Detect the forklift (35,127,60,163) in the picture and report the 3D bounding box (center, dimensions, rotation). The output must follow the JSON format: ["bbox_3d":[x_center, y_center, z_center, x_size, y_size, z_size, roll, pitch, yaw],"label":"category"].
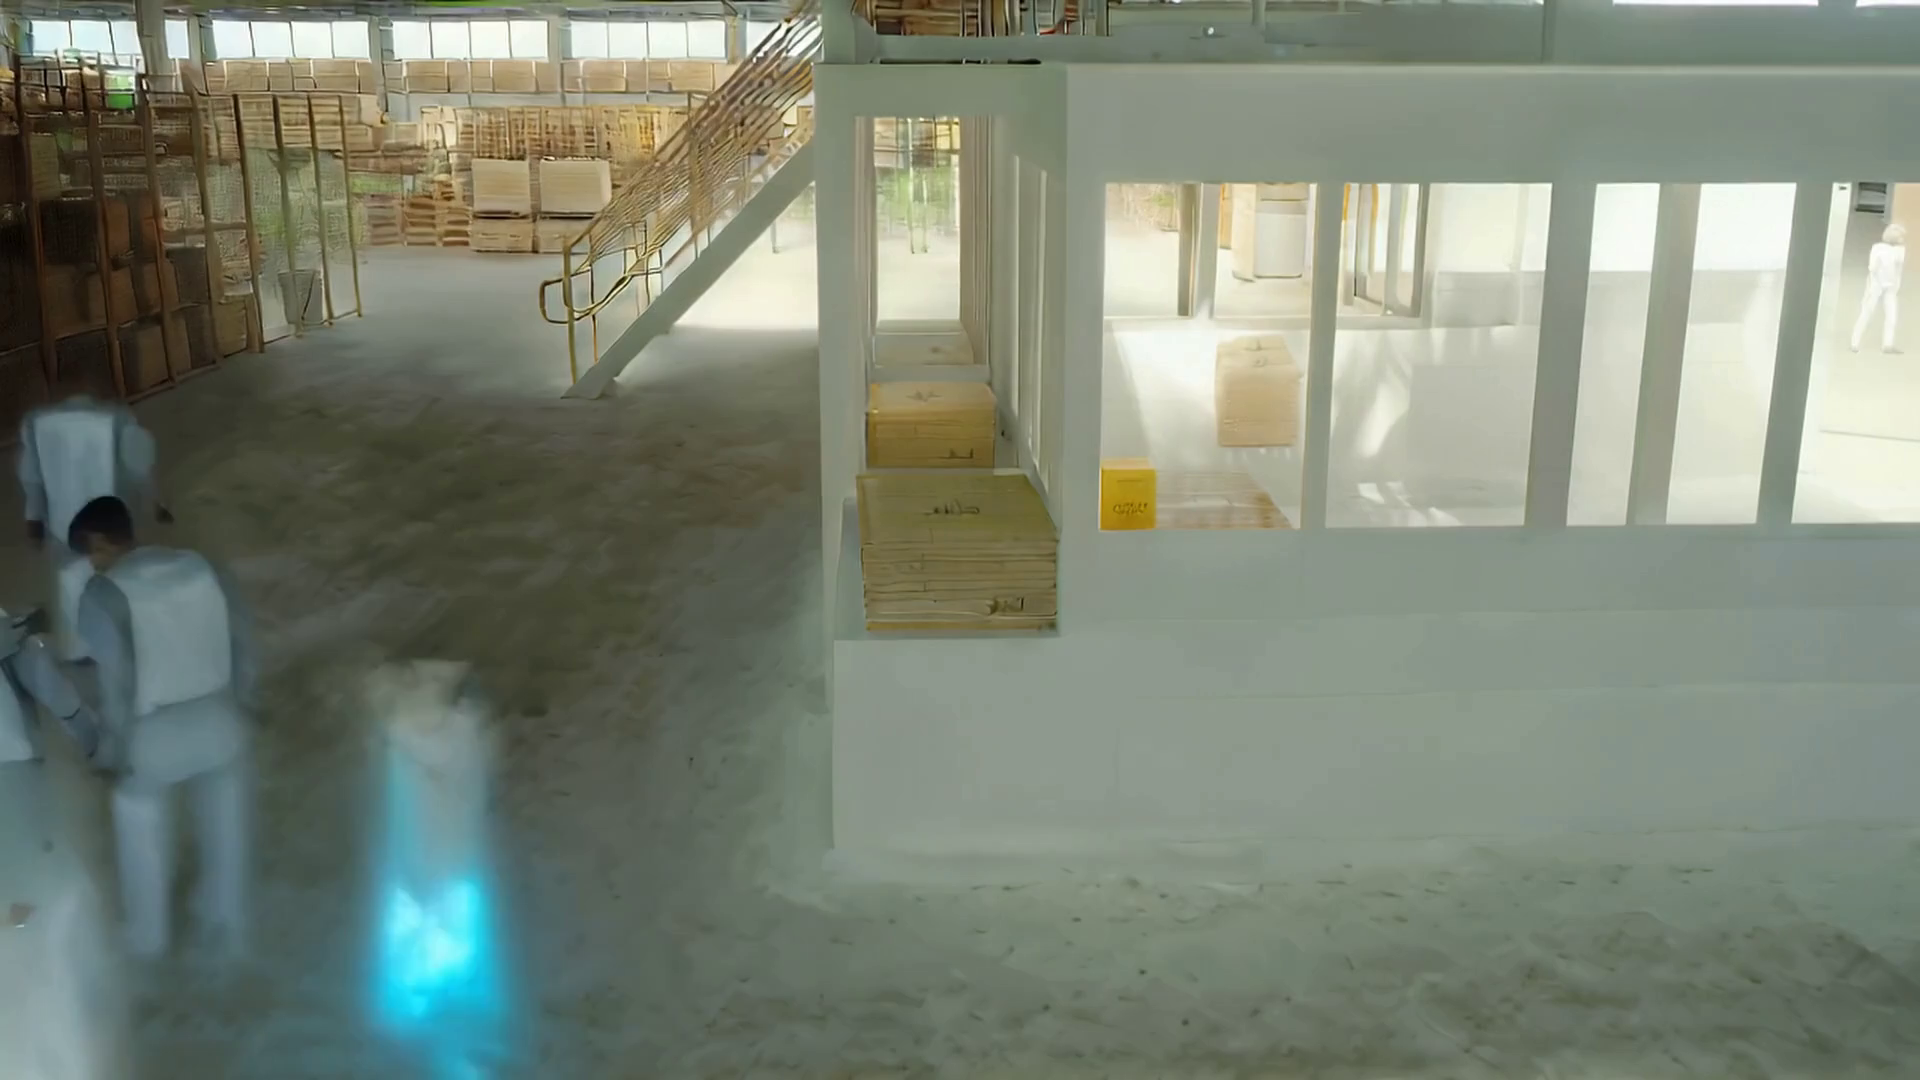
[{"bbox_3d":[-38.499,-16.202,70.088,1.129,2.768,1.873,-1,14,-3],"label":"forklift"}]

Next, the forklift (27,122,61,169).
[{"bbox_3d":[-35.376,-14.773,64.377,1.129,2.768,1.873,-1,14,-2],"label":"forklift"}]

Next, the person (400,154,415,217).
[{"bbox_3d":[-16.399,-10.490,49.311,0.538,1.869,0.313,6,15,23],"label":"person"}]

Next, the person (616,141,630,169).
[{"bbox_3d":[-15.893,-17.808,78.396,0.634,1.949,0.961,-2,14,-8],"label":"person"}]

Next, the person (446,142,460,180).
[{"bbox_3d":[-23.861,-17.754,78.293,0.645,1.894,0.573,-5,15,-18],"label":"person"}]

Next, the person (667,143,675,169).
[{"bbox_3d":[-14.734,-19.234,84.350,0.781,1.824,0.572,1,14,4],"label":"person"}]

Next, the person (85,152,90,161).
[{"bbox_3d":[-35.922,-15.189,68.621,0.498,1.605,0.733,8,16,28],"label":"person"}]

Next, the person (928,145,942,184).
[{"bbox_3d":[-1.165,-17.539,77.654,0.931,1.779,0.614,-11,18,-38],"label":"person"}]

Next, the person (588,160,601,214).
[{"bbox_3d":[-10.132,-9.653,46.174,0.310,1.769,0.523,-5,15,-19],"label":"person"}]

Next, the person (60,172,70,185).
[{"bbox_3d":[-20.489,-7.643,37.583,0.683,2.000,0.537,-1,14,-5],"label":"person"}]
